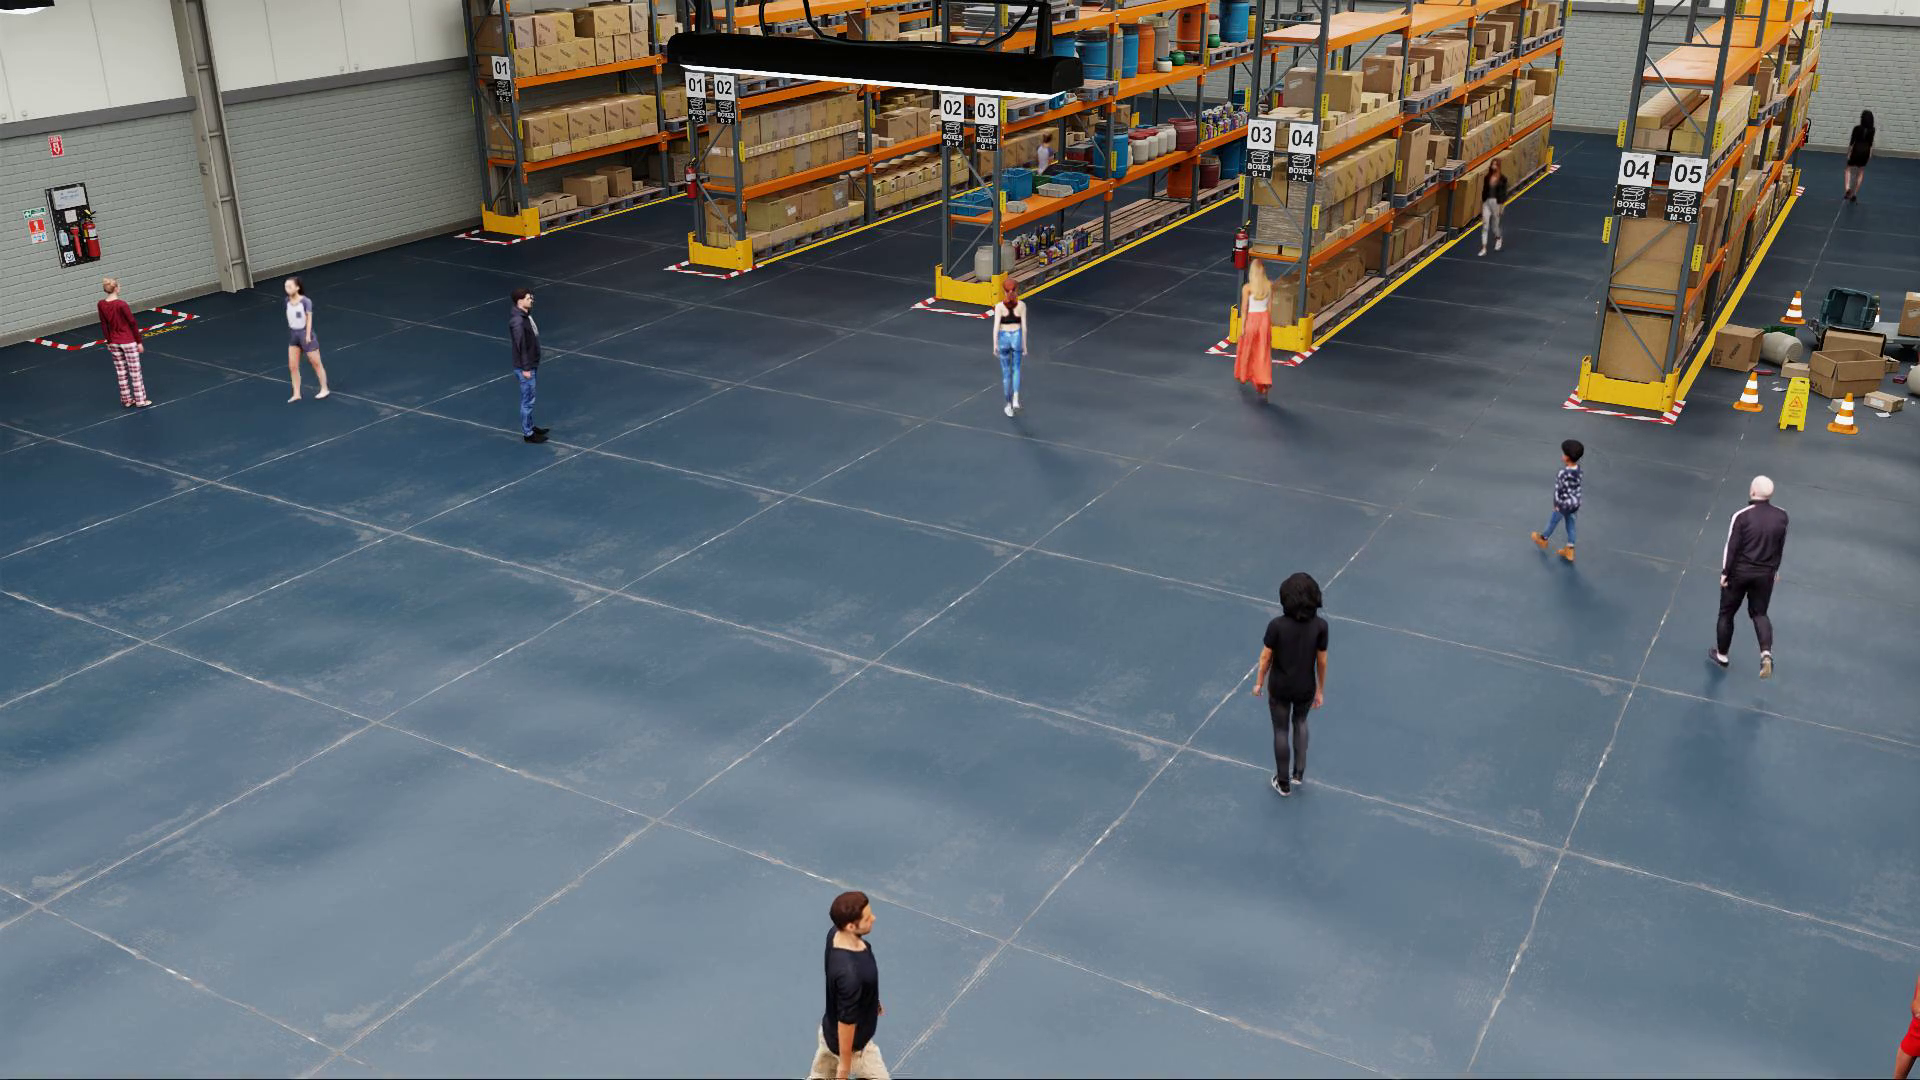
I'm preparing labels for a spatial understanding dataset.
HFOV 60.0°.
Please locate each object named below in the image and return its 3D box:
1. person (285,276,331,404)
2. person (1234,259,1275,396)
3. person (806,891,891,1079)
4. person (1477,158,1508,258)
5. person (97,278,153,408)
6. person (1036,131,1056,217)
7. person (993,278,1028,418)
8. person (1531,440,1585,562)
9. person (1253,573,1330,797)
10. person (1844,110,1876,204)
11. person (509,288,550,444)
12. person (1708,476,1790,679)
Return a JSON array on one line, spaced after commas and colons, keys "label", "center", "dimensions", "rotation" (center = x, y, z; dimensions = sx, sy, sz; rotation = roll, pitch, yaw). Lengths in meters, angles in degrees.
[{"label": "person", "center": [-8.446, -2.618, 21.572], "dimensions": [0.684, 1.626, 0.874], "rotation": [8, 24, 17]}, {"label": "person", "center": [3.910, -2.737, 21.680], "dimensions": [1.137, 1.760, 1.278], "rotation": [-4, 23, -9]}, {"label": "person", "center": [-0.693, 2.669, 8.904], "dimensions": [1.229, 1.810, 1.164], "rotation": [-6, 24, -14]}, {"label": "person", "center": [9.304, -5.809, 28.989], "dimensions": [0.663, 1.693, 0.875], "rotation": [18, 29, 35]}, {"label": "person", "center": [-10.714, -2.537, 21.291], "dimensions": [0.682, 1.696, 0.641], "rotation": [3, 23, 6]}, {"label": "person", "center": [1.606, -7.002, 31.904], "dimensions": [0.621, 1.609, 0.691], "rotation": [18, 29, 36]}, {"label": "person", "center": [0.650, -2.383, 20.822], "dimensions": [0.732, 1.780, 0.790], "rotation": [-4, 23, -9]}, {"label": "person", "center": [6.182, -0.383, 16.823], "dimensions": [0.783, 1.228, 0.826], "rotation": [-7, 24, -16]}, {"label": "person", "center": [2.507, 1.128, 12.511], "dimensions": [0.757, 1.824, 0.782], "rotation": [-1, 23, -2]}, {"label": "person", "center": [17.911, -7.607, 33.095], "dimensions": [0.695, 1.788, 0.689], "rotation": [7, 24, 15]}, {"label": "person", "center": [-5.247, -2.120, 20.059], "dimensions": [0.816, 1.894, 0.739], "rotation": [-4, 23, -10]}, {"label": "person", "center": [6.850, 0.361, 14.322], "dimensions": [0.970, 1.818, 1.121], "rotation": [0, 23, 1]}]
